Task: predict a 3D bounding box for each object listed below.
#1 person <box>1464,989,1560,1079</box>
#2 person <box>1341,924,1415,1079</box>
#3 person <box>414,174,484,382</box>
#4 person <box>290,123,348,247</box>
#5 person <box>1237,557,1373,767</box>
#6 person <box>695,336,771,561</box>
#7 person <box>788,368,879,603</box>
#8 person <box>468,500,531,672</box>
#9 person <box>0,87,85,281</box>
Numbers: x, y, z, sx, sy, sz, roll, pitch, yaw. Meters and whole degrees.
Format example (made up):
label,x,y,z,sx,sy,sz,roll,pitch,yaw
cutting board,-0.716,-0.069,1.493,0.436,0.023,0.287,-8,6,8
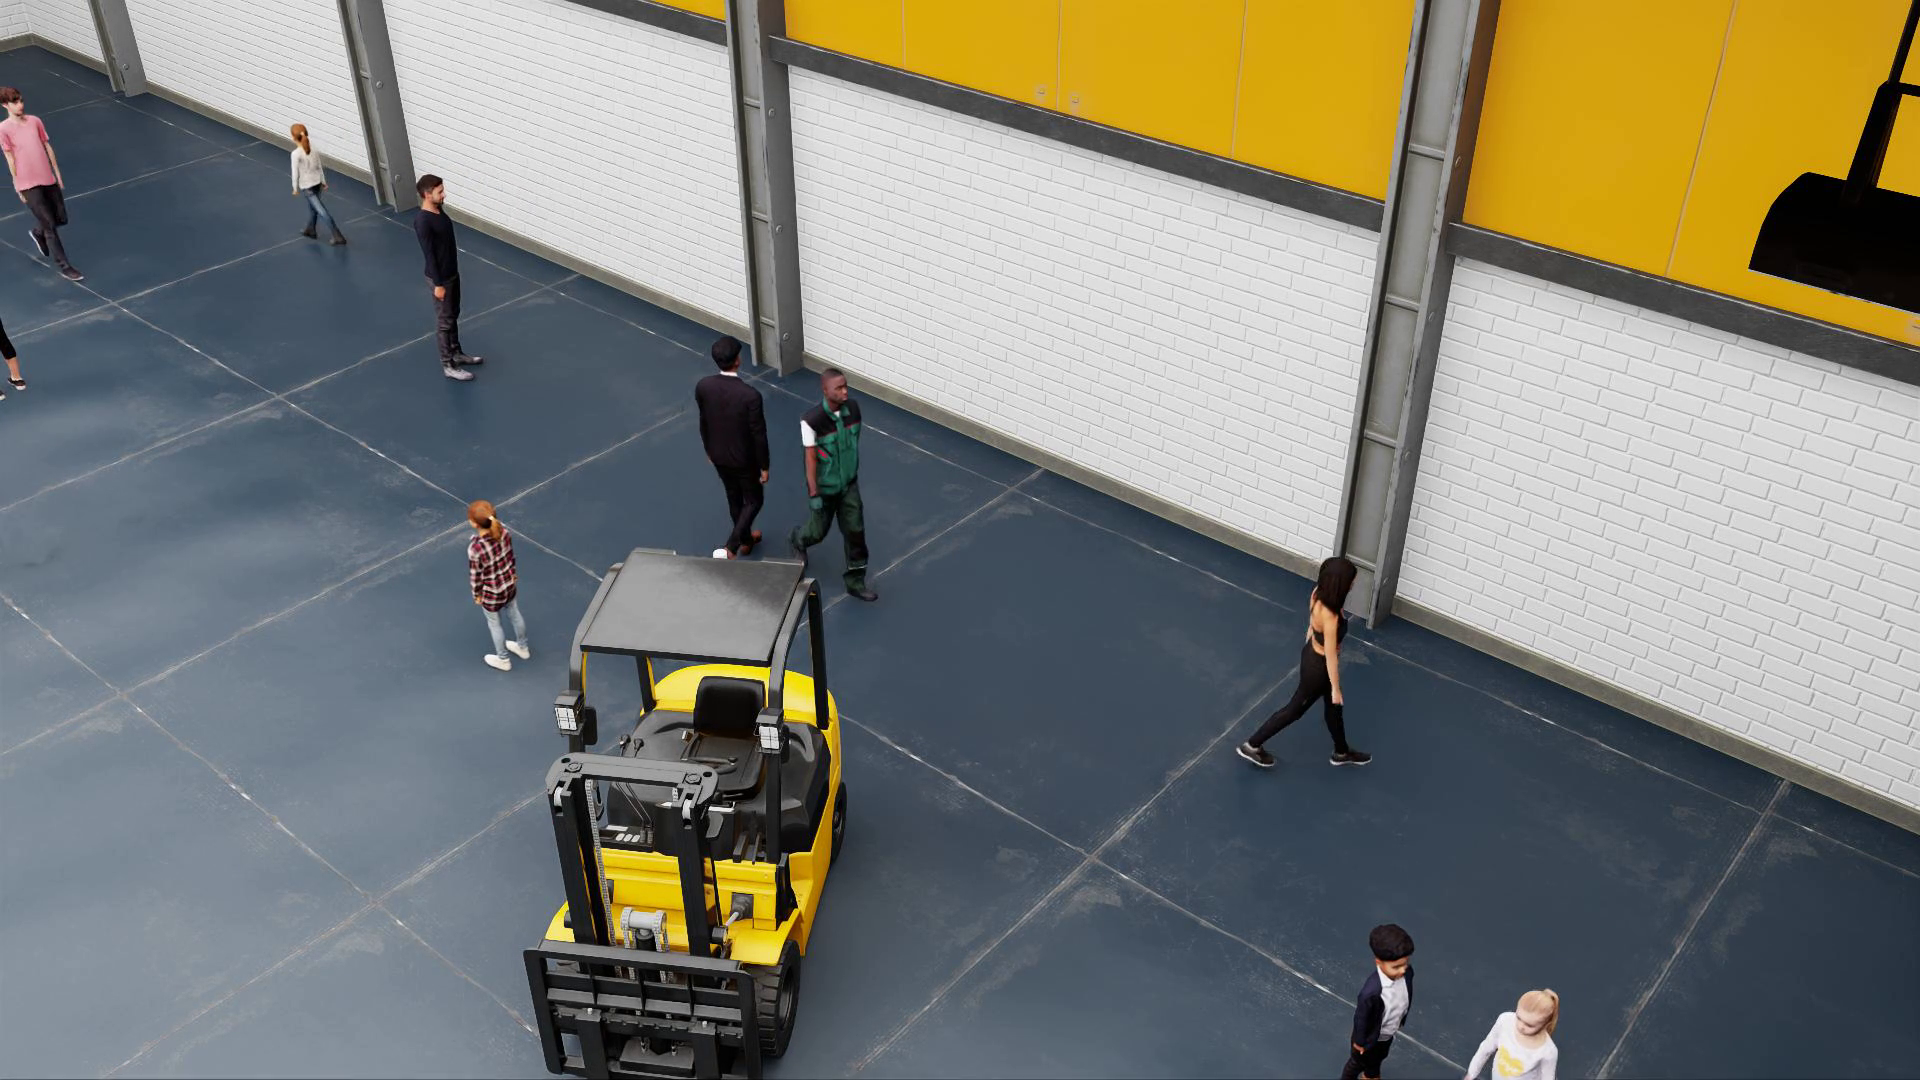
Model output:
label,x,y,z,sx,sy,sz,roll,pitch,yaw
person,2.690,2.573,7.945,0.718,1.252,0.849,-19,38,-26
person,2.077,2.374,8.271,0.547,1.223,0.549,-21,39,-28
person,-4.611,-2.350,14.793,0.753,1.870,0.716,1,34,1
person,-6.695,-3.655,17.283,0.936,1.288,0.598,17,37,24
person,2.131,0.801,10.292,1.151,1.606,0.994,2,34,3
person,-1.675,-0.589,12.148,1.033,1.866,0.978,12,36,18
person,-0.974,-0.425,11.950,0.808,1.812,1.166,-26,41,-33
person,-3.148,0.298,11.320,0.497,1.304,0.531,22,40,30
person,-9.233,-3.549,16.536,1.069,1.938,0.723,19,38,26
